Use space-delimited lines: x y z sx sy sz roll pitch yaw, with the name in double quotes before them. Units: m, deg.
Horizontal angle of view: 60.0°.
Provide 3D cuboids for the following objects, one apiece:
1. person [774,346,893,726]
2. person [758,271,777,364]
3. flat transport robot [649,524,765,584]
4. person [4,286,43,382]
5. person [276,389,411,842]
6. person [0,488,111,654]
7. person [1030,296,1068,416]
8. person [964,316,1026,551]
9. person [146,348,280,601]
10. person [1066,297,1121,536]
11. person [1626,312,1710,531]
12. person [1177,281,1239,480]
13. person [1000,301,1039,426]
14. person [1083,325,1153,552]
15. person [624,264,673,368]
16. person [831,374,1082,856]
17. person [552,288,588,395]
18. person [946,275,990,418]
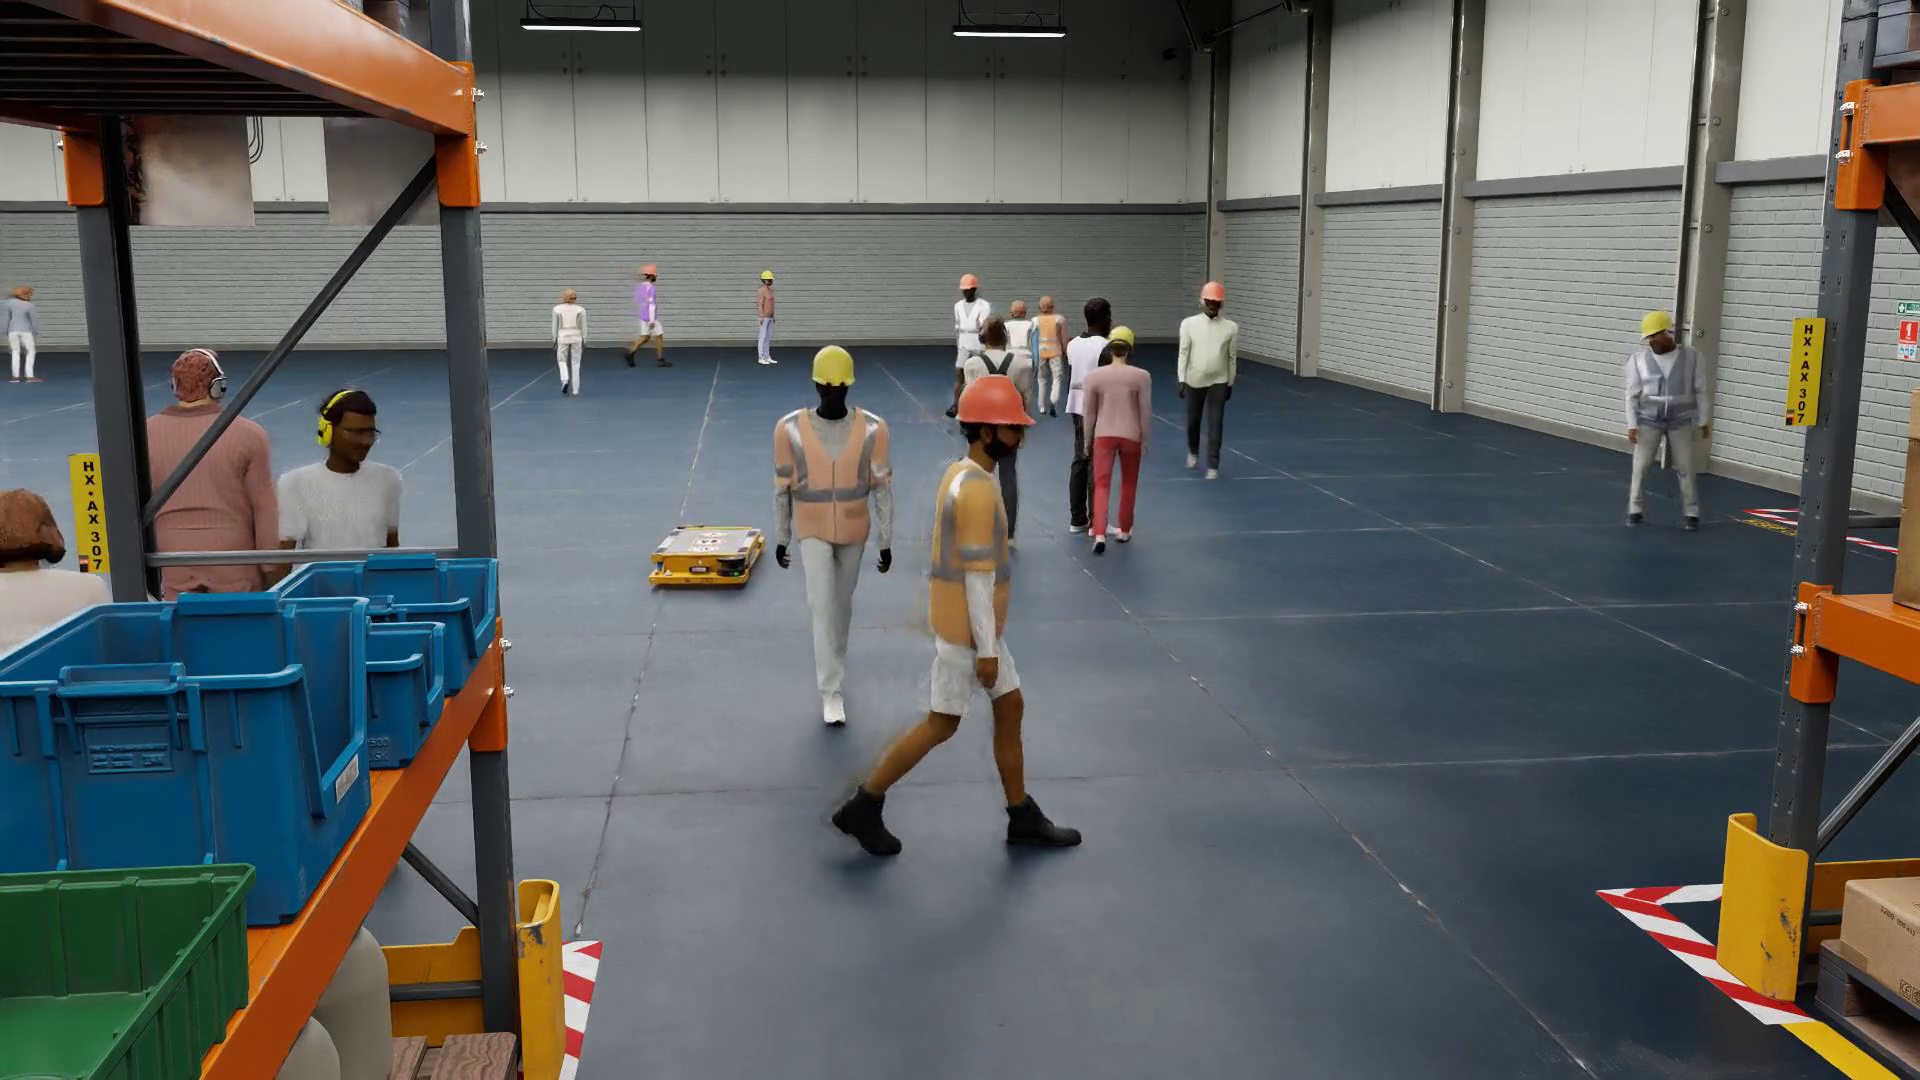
"person" -0.650 -0.066 8.541 0.595 1.875 1.039 -2 11 -11
"person" -3.649 -4.221 31.567 0.324 1.767 0.533 4 11 21
"flat transport robot" -1.810 0.091 12.030 0.652 0.197 1.431 0 10 -1
"person" -15.637 -3.428 27.691 0.620 1.599 0.318 1 10 3
"person" -2.448 0.316 6.584 0.556 1.811 1.036 -6 12 -29
"person" -2.912 0.638 5.318 0.519 1.615 0.378 -2 11 -11
"person" 1.189 -2.484 22.432 0.537 1.617 0.678 2 11 11
"person" 0.267 -0.852 13.036 0.514 1.785 0.988 -2 11 -10
"person" -3.384 0.092 7.536 0.642 1.909 0.399 -1 10 -3
"person" 1.071 -0.991 13.449 0.390 1.917 0.588 -6 12 -30
"person" 5.819 -0.973 13.686 0.655 1.783 0.406 4 11 22
"person" 2.493 -1.626 16.796 0.607 1.973 0.852 1 10 7
"person" 0.726 -2.181 20.820 0.529 1.595 0.827 0 10 2
"person" 1.215 -0.783 12.831 0.533 1.733 0.798 2 10 10
"person" -5.748 -4.105 30.549 0.827 1.911 0.549 -8 13 -36
"person" -0.034 0.308 6.407 0.956 1.901 0.557 0 10 -1
"person" -5.929 -3.007 25.279 0.547 1.623 0.377 -3 11 -14
"person" 0.124 -2.558 22.081 0.568 1.889 0.943 5 11 26
